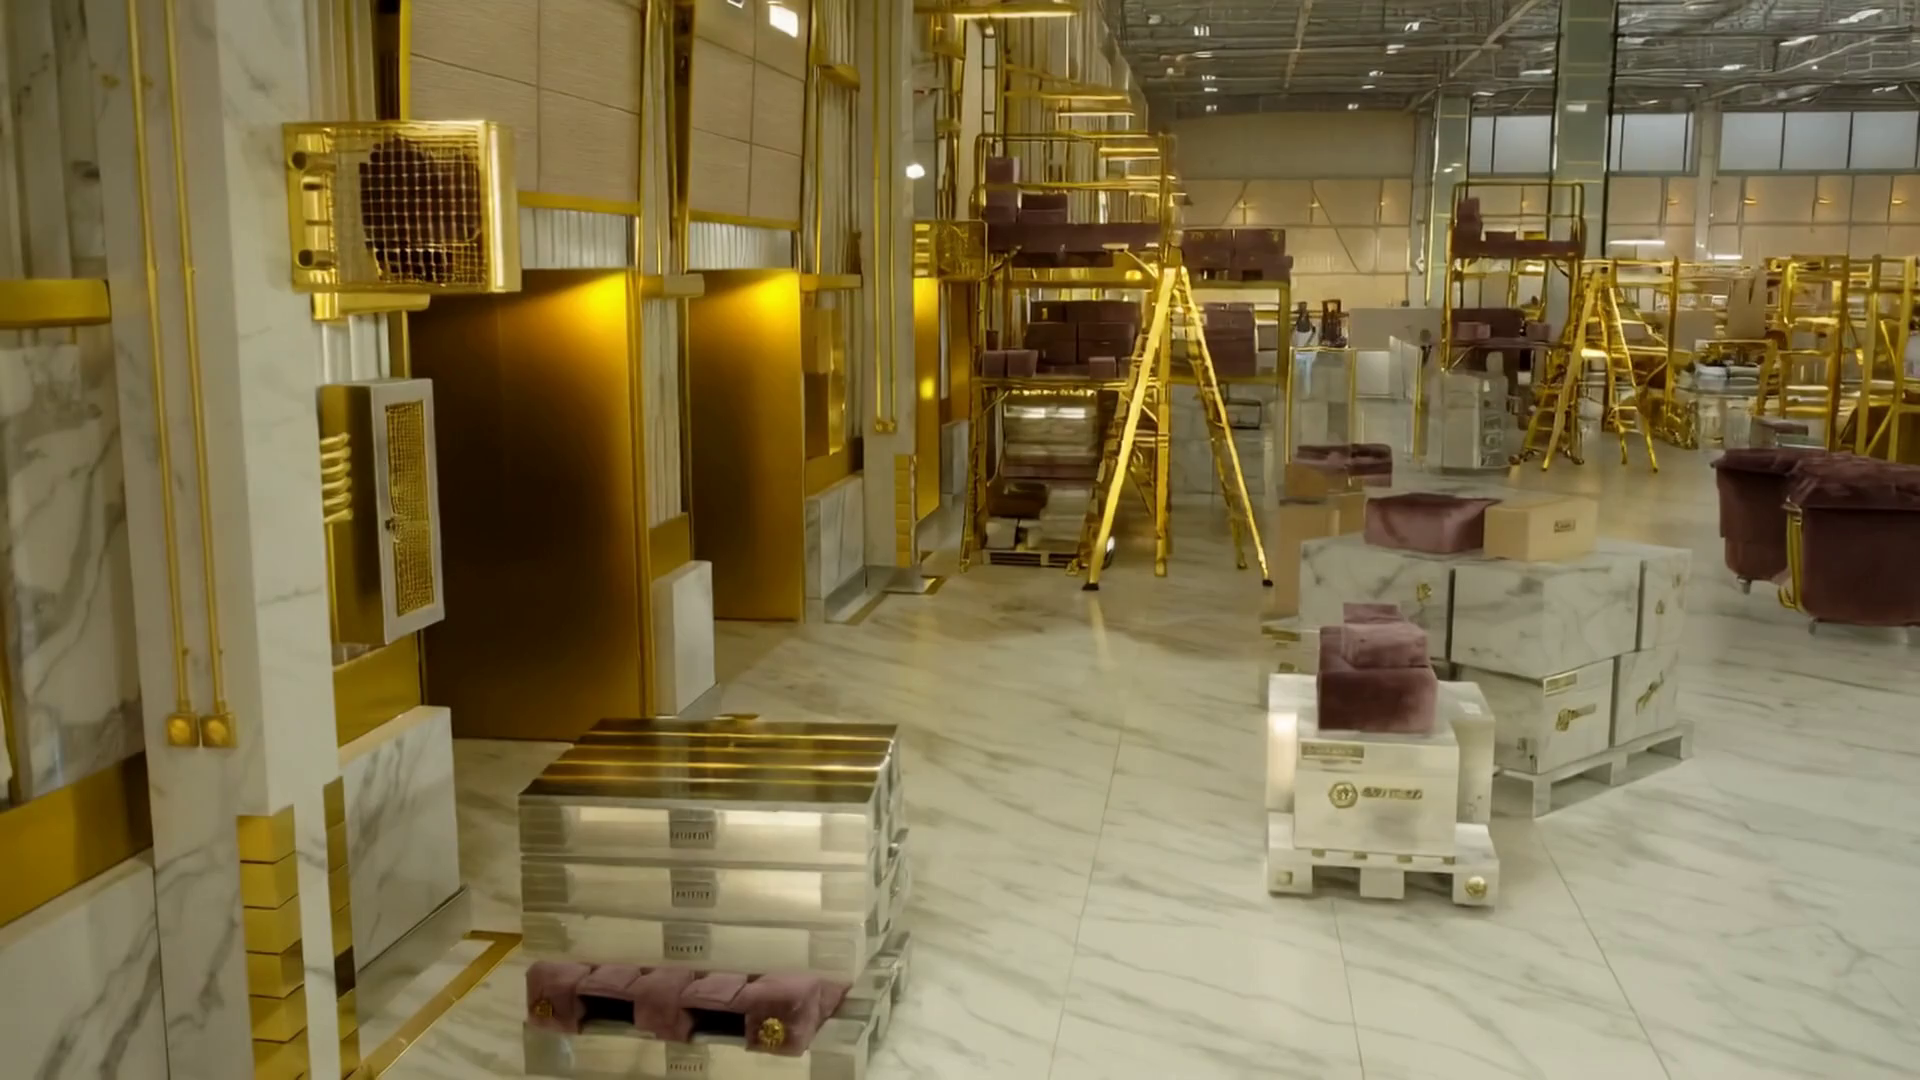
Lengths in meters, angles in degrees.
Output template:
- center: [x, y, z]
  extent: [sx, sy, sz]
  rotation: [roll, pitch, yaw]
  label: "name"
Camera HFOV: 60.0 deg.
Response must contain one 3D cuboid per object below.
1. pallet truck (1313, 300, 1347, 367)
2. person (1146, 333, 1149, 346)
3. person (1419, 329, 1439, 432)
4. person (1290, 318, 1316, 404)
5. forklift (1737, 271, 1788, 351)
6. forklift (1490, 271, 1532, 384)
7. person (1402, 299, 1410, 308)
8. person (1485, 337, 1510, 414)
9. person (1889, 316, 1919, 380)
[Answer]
- center: [11.159, -6.200, 49.718]
  extent: [0.823, 1.965, 1.885]
  rotation: [4, 10, 26]
  label: "pallet truck"
- center: [5.070, -4.906, 42.859]
  extent: [0.546, 1.625, 0.375]
  rotation: [0, 9, 0]
  label: "person"
- center: [8.186, -2.826, 29.495]
  extent: [0.539, 1.797, 0.947]
  rotation: [-4, 10, -21]
  label: "person"
- center: [7.269, -3.784, 35.348]
  extent: [0.569, 1.825, 0.984]
  rotation: [3, 10, 16]
  label: "person"
- center: [22.799, -6.346, 47.906]
  extent: [1.873, 2.768, 1.129]
  rotation: [-3, 10, -17]
  label: "forklift"
- center: [13.422, -5.322, 41.591]
  extent: [1.873, 2.768, 1.129]
  rotation: [1, 9, 9]
  label: "forklift"
- center: [14.311, -6.778, 53.465]
  extent: [0.636, 1.937, 0.358]
  rotation: [1, 9, 9]
  label: "person"
- center: [9.271, -2.672, 28.885]
  extent: [0.495, 1.694, 0.927]
  rotation: [-6, 11, -33]
  label: "person"
- center: [19.470, -3.623, 34.093]
  extent: [0.630, 1.914, 0.873]
  rotation: [-1, 9, -8]
  label: "person"
